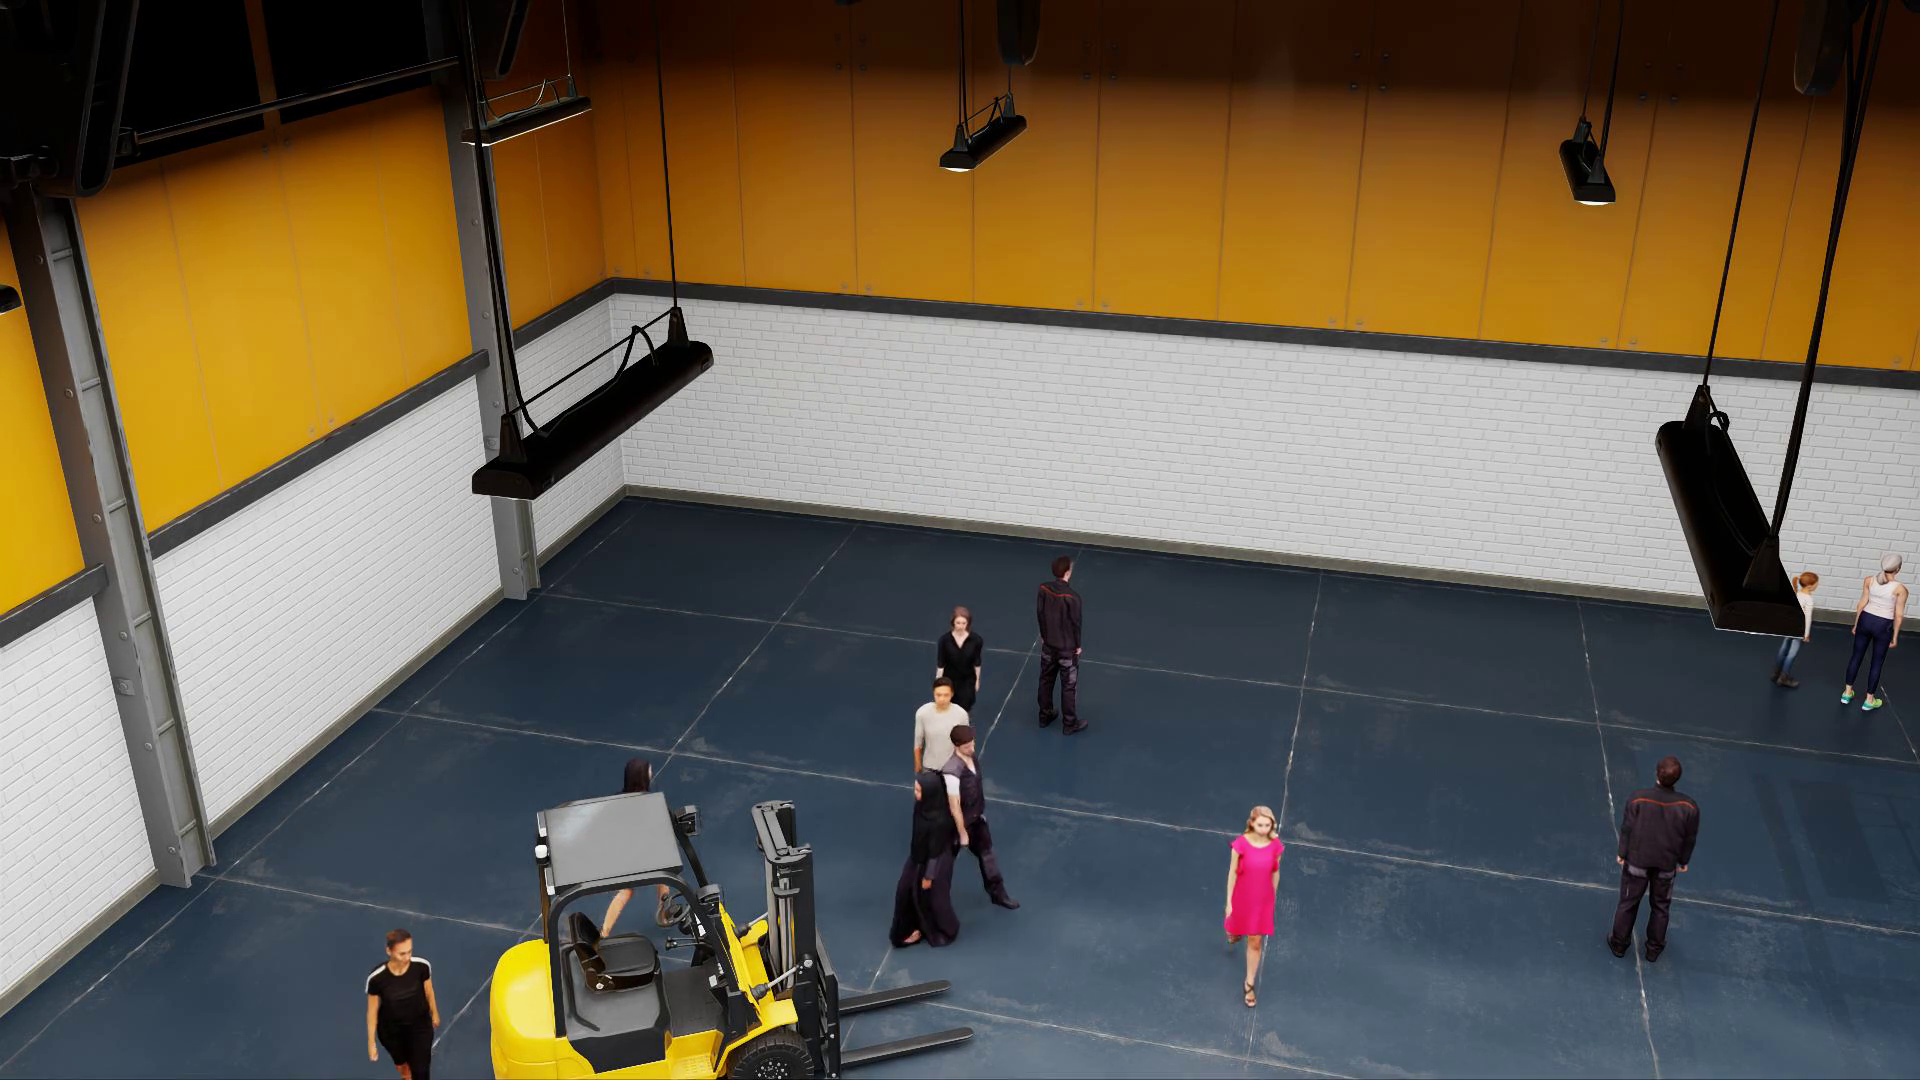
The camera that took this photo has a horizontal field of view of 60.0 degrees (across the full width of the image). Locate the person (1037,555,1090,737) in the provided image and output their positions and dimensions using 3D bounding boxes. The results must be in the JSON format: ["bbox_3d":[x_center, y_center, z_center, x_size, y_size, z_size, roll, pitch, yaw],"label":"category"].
[{"bbox_3d":[1.016,1.035,16.675,0.771,1.918,0.746,18,29,35],"label":"person"}]

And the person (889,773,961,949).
[{"bbox_3d":[-0.172,2.576,13.524,0.956,1.619,0.904,-12,26,-25],"label":"person"}]

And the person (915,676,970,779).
[{"bbox_3d":[-0.149,1.961,14.707,0.770,1.797,0.894,0,24,1],"label":"person"}]

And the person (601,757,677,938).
[{"bbox_3d":[-2.646,2.578,13.424,0.901,1.695,1.194,17,29,34],"label":"person"}]

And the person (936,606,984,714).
[{"bbox_3d":[-0.018,1.383,16.198,0.786,1.663,1.151,1,24,3],"label":"person"}]

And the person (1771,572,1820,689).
[{"bbox_3d":[8.868,0.938,17.653,0.589,1.313,0.488,-2,24,-5],"label":"person"}]

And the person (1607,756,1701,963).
[{"bbox_3d":[5.539,2.548,13.311,0.712,1.839,0.541,6,24,14],"label":"person"}]

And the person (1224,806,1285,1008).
[{"bbox_3d":[2.252,2.765,12.990,0.727,1.700,0.998,0,24,-1],"label":"person"}]

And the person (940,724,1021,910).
[{"bbox_3d":[-0.079,2.323,13.892,0.849,1.788,1.134,8,25,18],"label":"person"}]

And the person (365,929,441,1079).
[{"bbox_3d":[-3.909,3.375,11.695,1.002,1.618,1.190,-6,24,-14],"label":"person"}]

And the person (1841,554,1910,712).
[{"bbox_3d":[9.457,0.926,17.195,0.715,1.701,0.685,-19,30,-36],"label":"person"}]
